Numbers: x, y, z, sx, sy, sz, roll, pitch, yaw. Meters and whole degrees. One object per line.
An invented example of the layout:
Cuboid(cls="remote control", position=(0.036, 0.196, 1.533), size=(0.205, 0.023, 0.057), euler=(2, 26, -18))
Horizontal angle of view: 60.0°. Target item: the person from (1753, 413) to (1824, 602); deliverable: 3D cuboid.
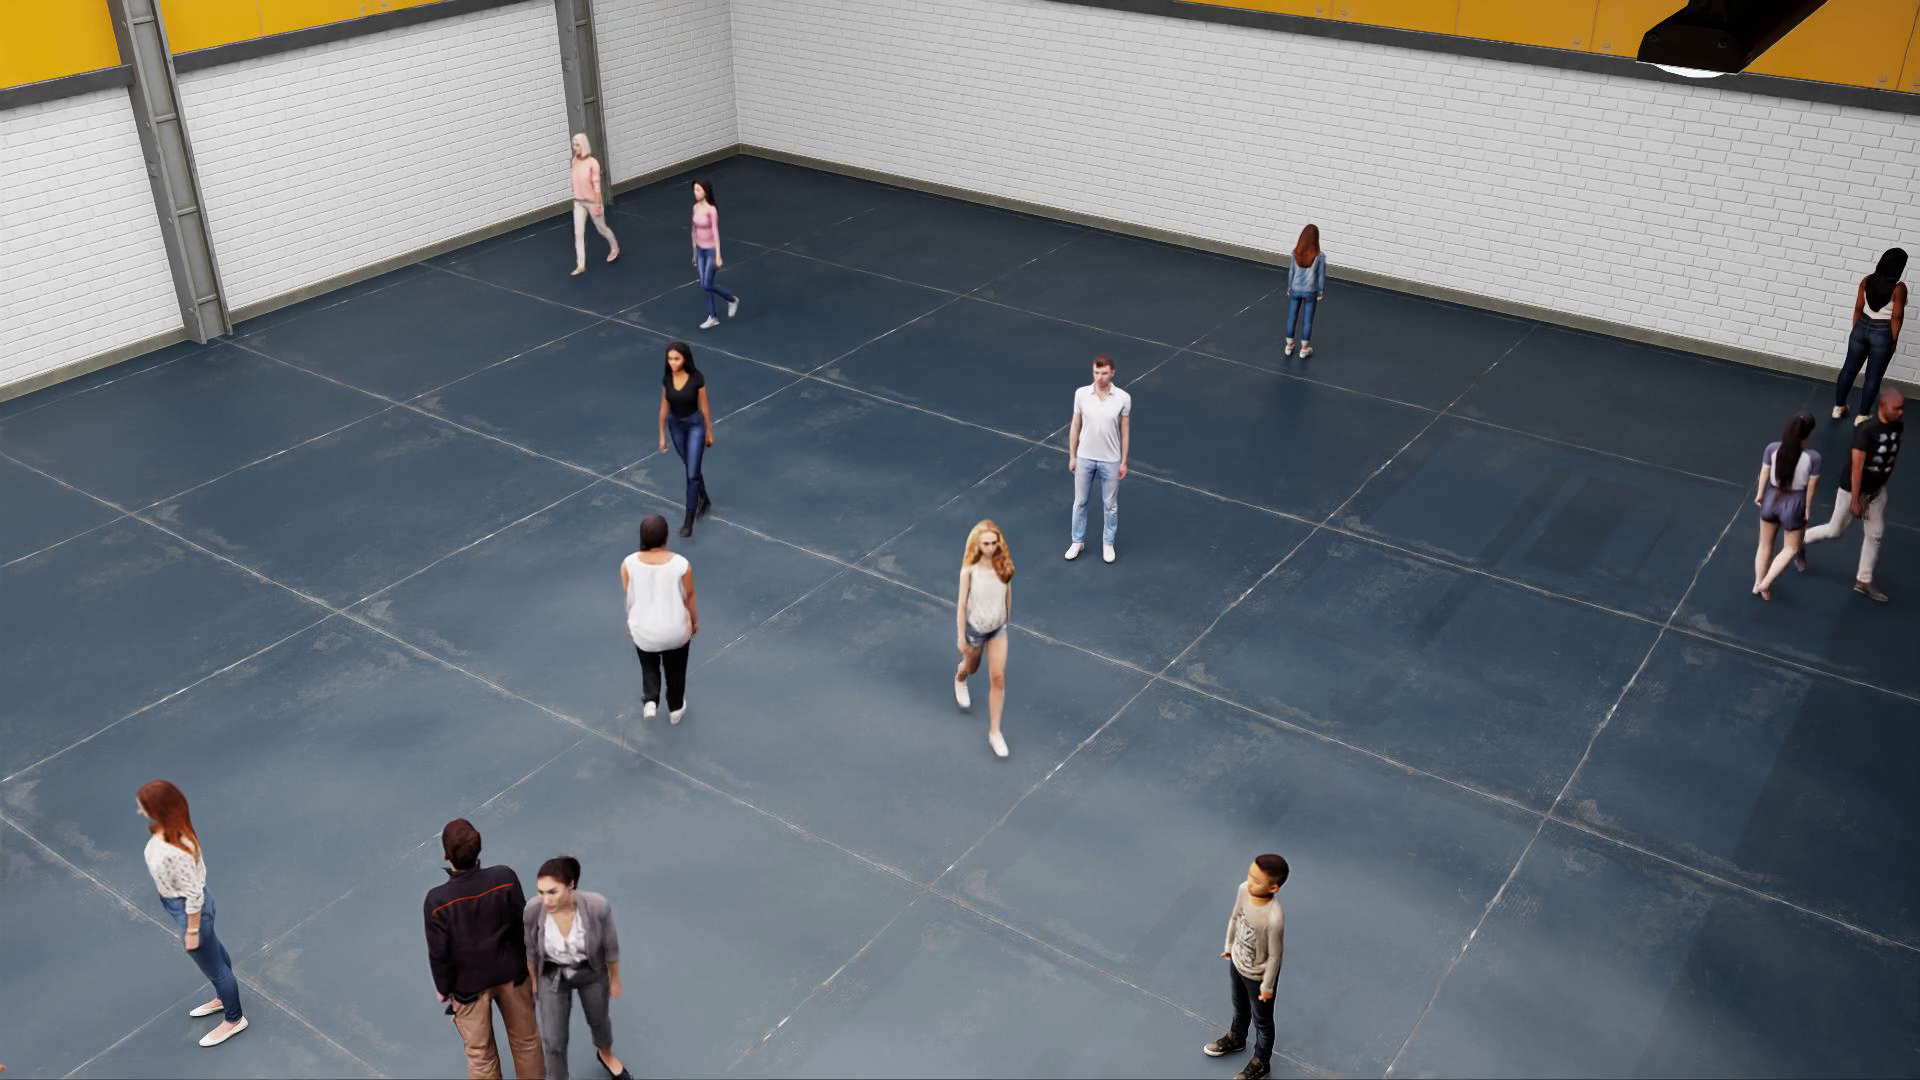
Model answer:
Cuboid(cls="person", position=(6.596, -0.228, 13.378), size=(0.770, 1.638, 0.666), euler=(-25, 37, -38))

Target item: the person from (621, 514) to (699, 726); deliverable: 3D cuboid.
Cuboid(cls="person", position=(-2.143, 0.609, 11.799), size=(0.796, 1.681, 0.826), euler=(1, 29, 3))

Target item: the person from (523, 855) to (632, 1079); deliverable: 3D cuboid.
Cuboid(cls="person", position=(-2.012, 2.282, 8.752), size=(0.842, 1.661, 0.902), euler=(-7, 29, -13))

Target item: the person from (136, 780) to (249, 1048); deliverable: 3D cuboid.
Cuboid(cls="person", position=(-4.227, 2.020, 9.163), size=(0.636, 1.726, 0.645), euler=(-16, 32, -26))

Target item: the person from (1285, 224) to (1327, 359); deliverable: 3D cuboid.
Cuboid(cls="person", position=(3.741, -2.718, 18.112), size=(0.581, 1.475, 0.540), euler=(13, 31, 22))

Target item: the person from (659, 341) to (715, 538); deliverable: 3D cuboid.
Cuboid(cls="person", position=(-2.370, -0.967, 14.665), size=(0.869, 1.703, 1.125), euler=(5, 29, 10))

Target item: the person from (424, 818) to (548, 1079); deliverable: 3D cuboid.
Cuboid(cls="person", position=(-2.441, 2.235, 8.563), size=(0.689, 1.925, 0.836), euler=(-17, 33, -28))

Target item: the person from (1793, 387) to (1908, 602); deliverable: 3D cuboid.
Cuboid(cls="person", position=(7.314, -0.438, 13.612), size=(1.163, 1.781, 1.105), euler=(-12, 31, -20))

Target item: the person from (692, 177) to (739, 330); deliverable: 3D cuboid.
Cuboid(cls="person", position=(-2.787, -3.275, 18.862), size=(0.794, 1.735, 0.665), euler=(-24, 37, -37))

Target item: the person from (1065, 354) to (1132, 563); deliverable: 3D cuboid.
Cuboid(cls="person", position=(1.170, -0.699, 14.018), size=(0.725, 1.851, 0.691), euler=(6, 29, 10))

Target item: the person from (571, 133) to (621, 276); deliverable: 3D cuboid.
Cuboid(cls="person", position=(-4.527, -4.176, 20.565), size=(0.709, 1.686, 1.150), euler=(14, 32, 24))

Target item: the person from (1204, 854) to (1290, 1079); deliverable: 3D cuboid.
Cuboid(cls="person", position=(1.593, 2.284, 8.953), size=(0.642, 1.464, 0.632), euler=(-14, 31, -23))

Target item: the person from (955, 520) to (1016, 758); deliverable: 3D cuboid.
Cuboid(cls="person", position=(0.133, 0.606, 11.760), size=(1.129, 1.723, 1.065), euler=(-9, 30, -16))

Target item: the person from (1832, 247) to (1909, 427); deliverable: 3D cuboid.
Cuboid(cls="person", position=(9.056, -2.023, 16.490), size=(0.739, 1.809, 0.732), euler=(-16, 32, -27))
